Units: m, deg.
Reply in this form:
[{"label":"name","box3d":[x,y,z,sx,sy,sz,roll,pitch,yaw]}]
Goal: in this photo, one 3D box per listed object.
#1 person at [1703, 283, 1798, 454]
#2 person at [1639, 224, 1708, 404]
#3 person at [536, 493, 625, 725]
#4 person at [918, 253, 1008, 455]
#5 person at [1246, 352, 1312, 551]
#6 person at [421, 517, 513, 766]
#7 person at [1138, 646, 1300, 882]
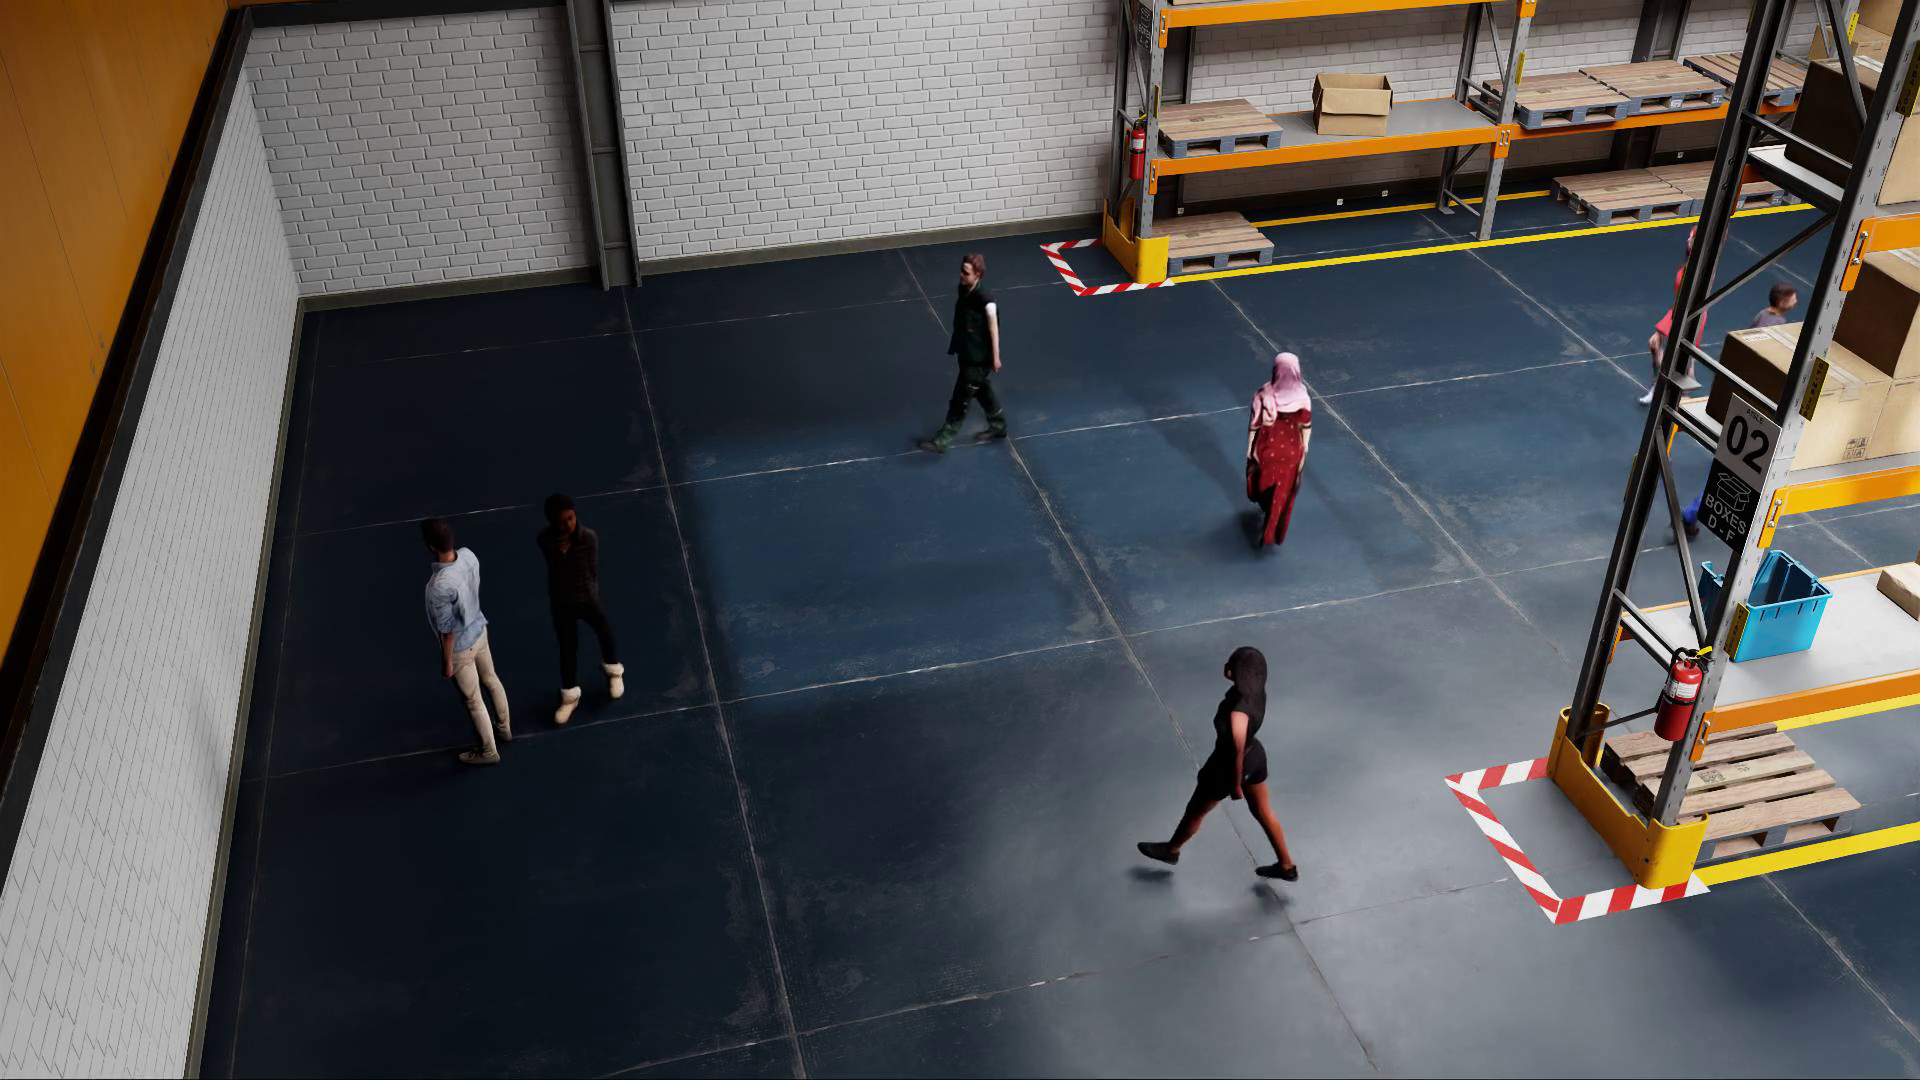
[{"label":"person","box3d":[6.503,-1.302,13.739,0.805,1.753,0.767,4,34,6]},{"label":"person","box3d":[6.465,-1.907,14.596,0.709,1.811,0.687,-2,34,-3]},{"label":"person","box3d":[-2.613,0.483,11.136,0.812,1.661,0.821,-20,39,-27]},{"label":"person","box3d":[0.187,-1.580,14.121,1.158,1.794,0.793,-15,36,-21]},{"label":"person","box3d":[2.456,-0.662,12.925,1.115,1.588,1.018,7,34,11]},{"label":"person","box3d":[-3.194,0.647,10.722,0.722,1.847,0.729,8,34,11]},{"label":"person","box3d":[1.710,1.374,9.770,1.272,1.689,1.085,12,35,17]}]
